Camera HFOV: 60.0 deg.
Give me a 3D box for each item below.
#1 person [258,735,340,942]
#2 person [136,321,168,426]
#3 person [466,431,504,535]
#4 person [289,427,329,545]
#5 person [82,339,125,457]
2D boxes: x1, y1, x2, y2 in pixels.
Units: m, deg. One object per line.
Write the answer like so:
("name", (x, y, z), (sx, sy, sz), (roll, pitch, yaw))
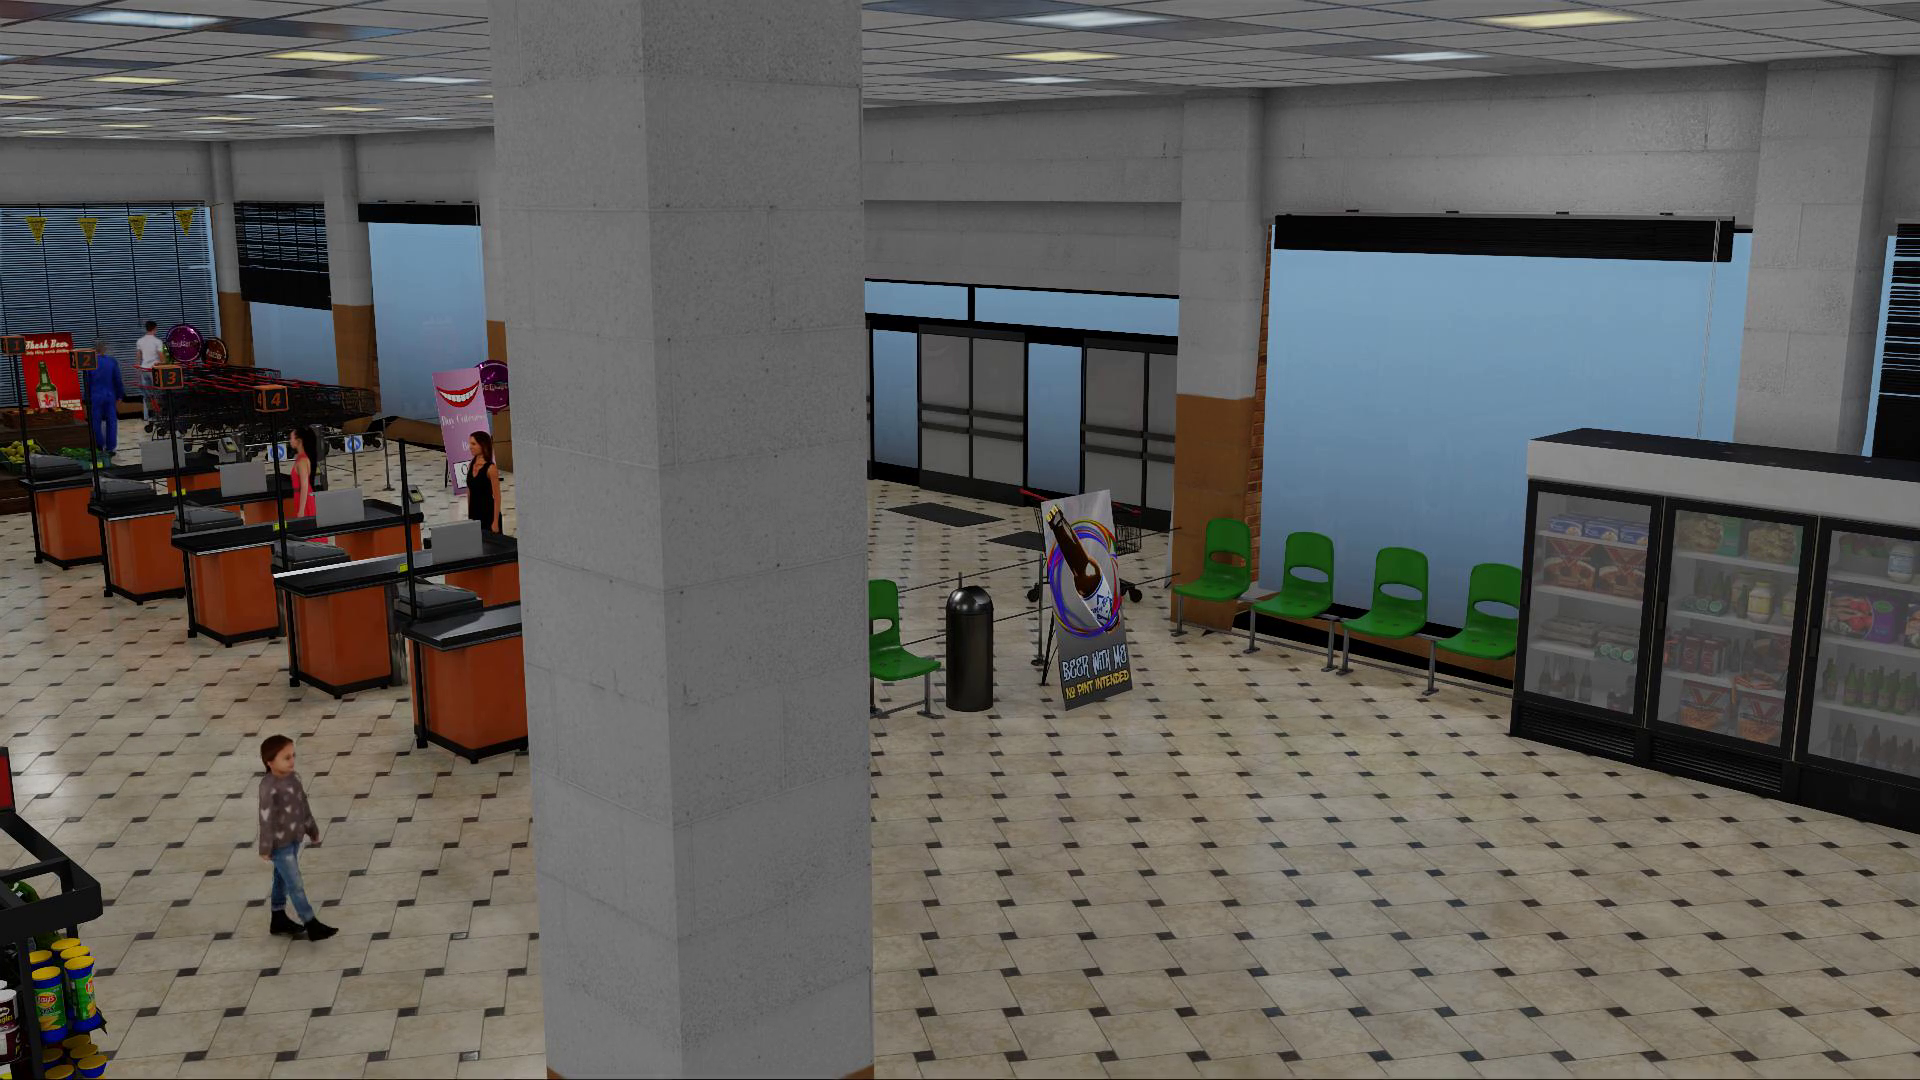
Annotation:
("person", (-3.806, 1.651, 9.245), (0.756, 1.181, 0.730), (2, 12, 11))
("person", (-14.380, -2.964, 29.566), (0.822, 1.839, 0.851), (2, 12, 10))
("person", (-4.622, -0.149, 16.209), (0.614, 1.834, 0.574), (8, 14, 34))
("person", (-6.785, -0.325, 17.306), (0.734, 1.727, 0.712), (-3, 12, -13))
("person", (-13.415, -2.205, 26.067), (1.104, 1.796, 1.005), (-6, 13, -25))
